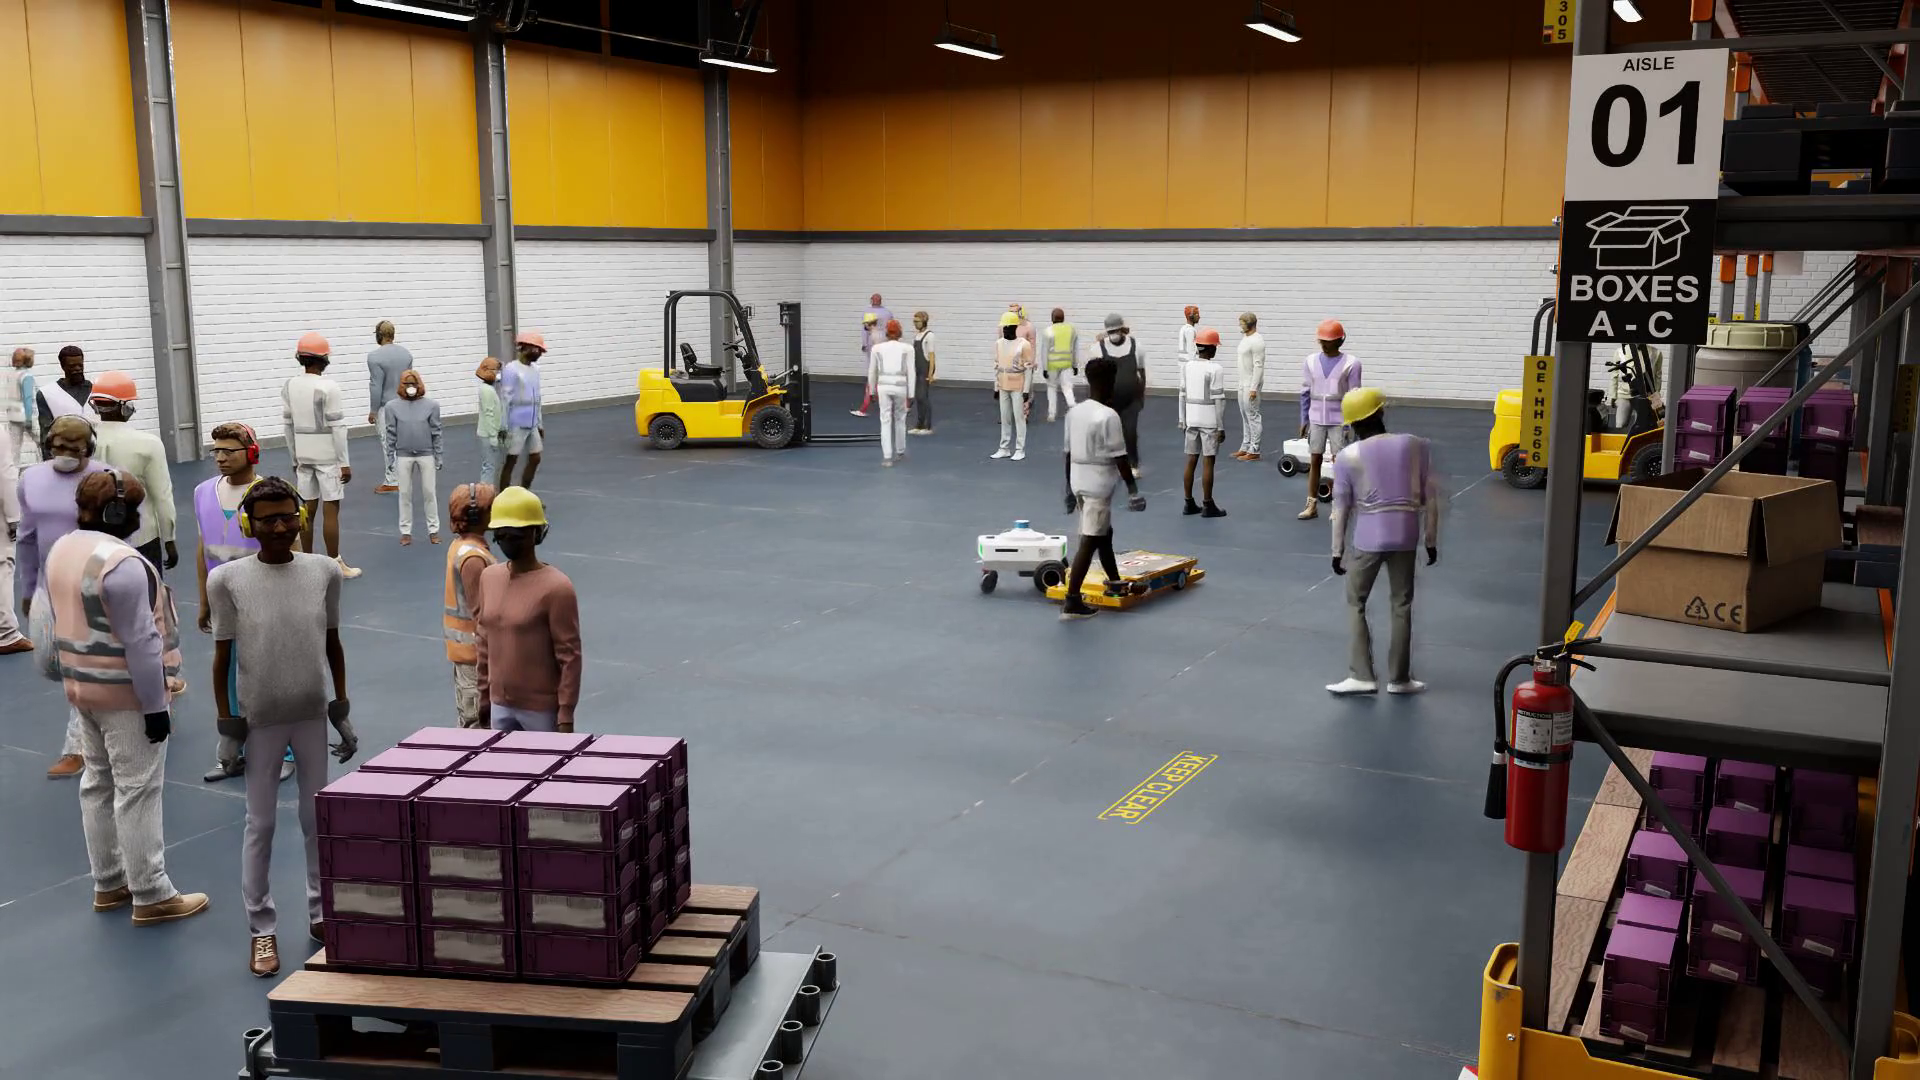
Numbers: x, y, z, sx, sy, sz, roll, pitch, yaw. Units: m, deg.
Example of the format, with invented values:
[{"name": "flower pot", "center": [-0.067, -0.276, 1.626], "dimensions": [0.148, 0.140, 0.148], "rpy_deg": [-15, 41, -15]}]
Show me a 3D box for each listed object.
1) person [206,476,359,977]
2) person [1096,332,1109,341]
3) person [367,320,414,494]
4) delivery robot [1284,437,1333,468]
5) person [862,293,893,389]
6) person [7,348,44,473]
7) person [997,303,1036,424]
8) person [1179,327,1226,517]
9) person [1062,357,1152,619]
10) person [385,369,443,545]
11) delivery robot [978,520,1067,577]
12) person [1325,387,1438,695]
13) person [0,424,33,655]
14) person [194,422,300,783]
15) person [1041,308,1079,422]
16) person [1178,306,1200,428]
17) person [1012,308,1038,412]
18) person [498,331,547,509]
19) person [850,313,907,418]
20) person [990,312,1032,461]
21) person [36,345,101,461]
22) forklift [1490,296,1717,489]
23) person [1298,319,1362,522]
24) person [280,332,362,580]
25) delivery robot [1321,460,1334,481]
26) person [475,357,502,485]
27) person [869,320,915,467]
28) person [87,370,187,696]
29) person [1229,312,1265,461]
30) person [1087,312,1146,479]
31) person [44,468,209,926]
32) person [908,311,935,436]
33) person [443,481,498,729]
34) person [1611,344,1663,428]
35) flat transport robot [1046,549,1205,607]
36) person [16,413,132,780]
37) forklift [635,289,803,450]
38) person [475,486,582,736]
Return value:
[{"name": "person", "center": [-2.536, 0.684, 6.264], "dimensions": [0.512, 1.872, 0.328], "rpy_deg": [-8, 13, -39]}, {"name": "person", "center": [1.952, -1.949, 22.179], "dimensions": [0.311, 1.636, 0.521], "rpy_deg": [1, 10, 4]}, {"name": "person", "center": [-6.382, -1.485, 18.625], "dimensions": [0.373, 1.940, 0.628], "rpy_deg": [4, 11, 22]}, {"name": "delivery robot", "center": [4.259, -1.072, 19.964], "dimensions": [0.707, 0.478, 0.477], "rpy_deg": [8, 13, 38]}, {"name": "person", "center": [-1.612, -3.824, 32.267], "dimensions": [0.652, 1.904, 0.403], "rpy_deg": [-4, 11, -24]}, {"name": "person", "center": [-10.526, -1.375, 18.931], "dimensions": [0.509, 1.604, 0.797], "rpy_deg": [7, 12, 35]}, {"name": "person", "center": [0.862, -2.760, 26.099], "dimensions": [0.651, 1.906, 0.403], "rpy_deg": [5, 11, 25]}, {"name": "person", "center": [2.497, -1.199, 16.971], "dimensions": [0.356, 1.936, 0.551], "rpy_deg": [-9, 13, -41]}, {"name": "person", "center": [1.105, -0.388, 12.319], "dimensions": [0.863, 1.925, 0.614], "rpy_deg": [-4, 11, -22]}, {"name": "person", "center": [-5.020, -0.759, 15.329], "dimensions": [0.504, 1.628, 0.279], "rpy_deg": [-3, 10, -16]}, {"name": "delivery robot", "center": [0.499, 0.084, 13.270], "dimensions": [0.707, 0.478, 0.477], "rpy_deg": [1, 10, 4]}, {"name": "person", "center": [2.569, 0.022, 10.089], "dimensions": [0.671, 1.880, 0.379], "rpy_deg": [0, 10, 0]}, {"name": "person", "center": [-6.539, -0.177, 11.146], "dimensions": [0.643, 1.909, 0.410], "rpy_deg": [3, 10, 16]}, {"name": "person", "center": [-3.608, 0.315, 8.465], "dimensions": [0.563, 1.847, 0.390], "rpy_deg": [2, 10, 10]}, {"name": "person", "center": [1.598, -2.754, 26.289], "dimensions": [0.644, 1.825, 0.725], "rpy_deg": [-3, 10, -16]}, {"name": "person", "center": [3.516, -2.630, 25.413], "dimensions": [0.356, 1.883, 0.573], "rpy_deg": [-1, 10, -5]}, {"name": "person", "center": [1.069, -3.089, 28.342], "dimensions": [0.623, 1.798, 0.851], "rpy_deg": [4, 11, 22]}, {"name": "person", "center": [-4.550, -1.190, 17.108], "dimensions": [0.447, 1.896, 0.746], "rpy_deg": [4, 11, 24]}, {"name": "person", "center": [-1.308, -2.842, 27.148], "dimensions": [0.926, 1.715, 0.564], "rpy_deg": [0, 10, 0]}, {"name": "person", "center": [0.666, -1.994, 21.601], "dimensions": [0.589, 1.928, 0.384], "rpy_deg": [9, 13, 42]}, {"name": "person", "center": [-7.444, -0.681, 14.032], "dimensions": [0.372, 1.915, 0.597], "rpy_deg": [7, 12, 34]}, {"name": "forklift", "center": [7.296, -1.677, 18.993], "dimensions": [2.313, 2.155, 1.214], "rpy_deg": [5, 11, 27]}, {"name": "person", "center": [3.688, -1.189, 16.642], "dimensions": [0.607, 2.033, 0.403], "rpy_deg": [6, 11, 31]}, {"name": "person", "center": [-5.237, -0.677, 13.639], "dimensions": [0.615, 2.043, 0.373], "rpy_deg": [4, 11, 24]}, {"name": "delivery robot", "center": [4.223, -0.732, 17.992], "dimensions": [0.707, 0.478, 0.477], "rpy_deg": [4, 11, 23]}, {"name": "person", "center": [-4.770, -1.040, 16.930], "dimensions": [0.285, 1.632, 0.499], "rpy_deg": [-3, 10, -16]}, {"name": "person", "center": [-0.868, -1.883, 21.217], "dimensions": [0.607, 1.825, 1.000], "rpy_deg": [1, 10, 3]}, {"name": "person", "center": [-4.988, -0.013, 9.938], "dimensions": [0.621, 1.994, 0.381], "rpy_deg": [-1, 10, -4]}, {"name": "person", "center": [3.741, -1.981, 21.515], "dimensions": [0.371, 1.933, 0.627], "rpy_deg": [-1, 10, -7]}, {"name": "person", "center": [1.854, -1.725, 19.718], "dimensions": [0.706, 2.000, 0.662], "rpy_deg": [0, 10, 3]}, {"name": "person", "center": [-3.361, 0.627, 6.692], "dimensions": [0.623, 1.839, 0.429], "rpy_deg": [7, 12, 35]}, {"name": "person", "center": [-0.579, -2.456, 24.549], "dimensions": [0.406, 1.841, 0.523], "rpy_deg": [-5, 11, -25]}, {"name": "person", "center": [-2.231, 0.547, 7.718], "dimensions": [0.310, 1.642, 0.514], "rpy_deg": [-4, 11, -24]}, {"name": "person", "center": [8.493, -1.827, 20.906], "dimensions": [0.592, 1.833, 0.404], "rpy_deg": [4, 11, 23]}, {"name": "flat transport robot", "center": [1.333, 0.288, 13.184], "dimensions": [0.652, 0.197, 1.431], "rpy_deg": [7, 12, 34]}, {"name": "person", "center": [-4.528, 0.264, 8.661], "dimensions": [0.664, 1.895, 0.634], "rpy_deg": [1, 10, 8]}, {"name": "forklift", "center": [-3.358, -2.392, 23.136], "dimensions": [2.313, 2.155, 1.214], "rpy_deg": [-1, 10, -5]}, {"name": "person", "center": [-1.749, 0.661, 6.690], "dimensions": [0.533, 1.770, 0.304], "rpy_deg": [6, 11, 31]}]
